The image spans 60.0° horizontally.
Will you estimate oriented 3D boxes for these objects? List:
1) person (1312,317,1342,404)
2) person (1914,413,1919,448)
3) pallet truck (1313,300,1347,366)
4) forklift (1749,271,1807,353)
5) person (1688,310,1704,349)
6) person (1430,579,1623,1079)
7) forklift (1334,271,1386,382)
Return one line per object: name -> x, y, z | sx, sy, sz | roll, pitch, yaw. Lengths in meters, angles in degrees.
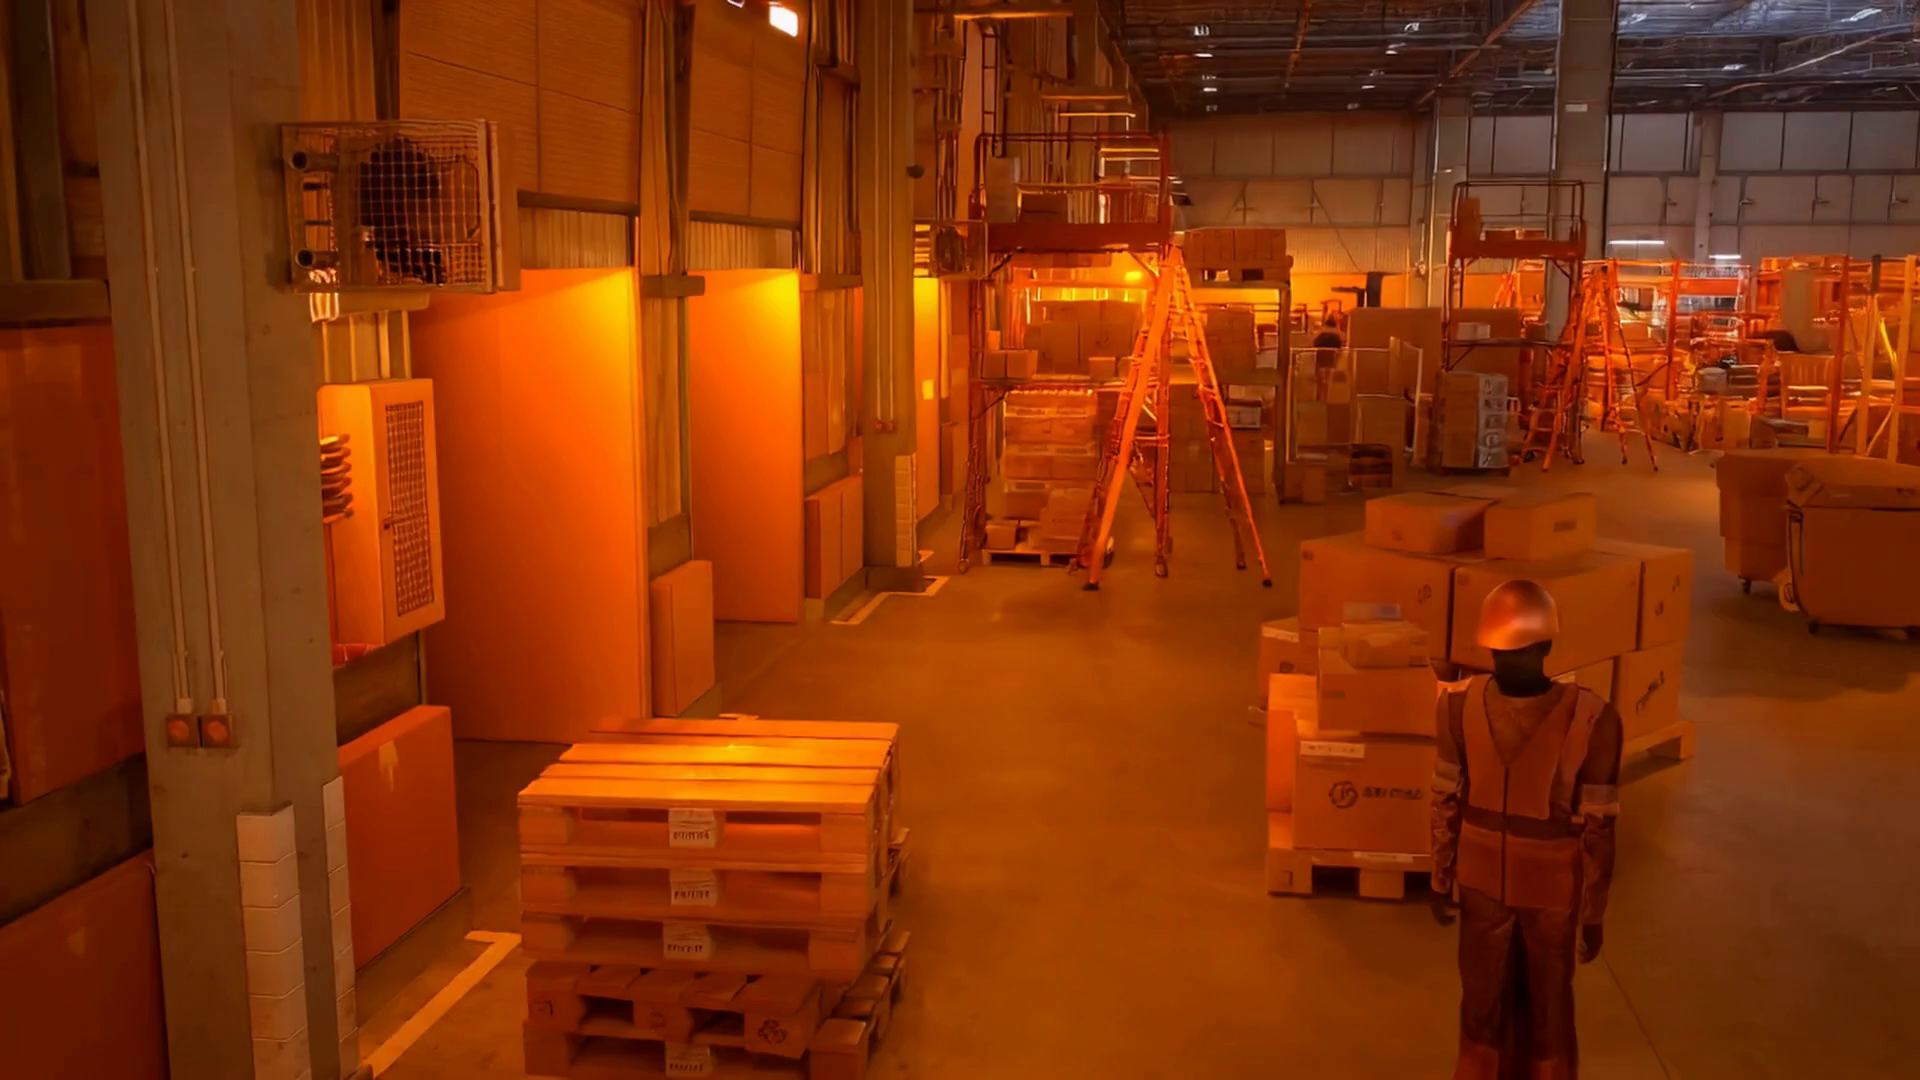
person -> 7.335, -3.489, 33.251 | 0.568, 1.911, 0.483 | 3, 10, 18
person -> 15.570, -2.335, 26.698 | 0.320, 1.736, 0.487 | 5, 11, 29
pallet truck -> 11.159, -6.200, 49.718 | 0.823, 1.965, 1.885 | 4, 10, 26
forklift -> 23.936, -6.351, 47.933 | 1.873, 2.768, 1.129 | 0, 9, 2
person -> 21.887, -6.011, 49.513 | 0.530, 1.689, 0.322 | -3, 10, -19
person -> 1.724, 1.064, 5.171 | 0.585, 1.919, 0.397 | 7, 12, 38
forklift -> 10.454, -5.399, 42.066 | 1.873, 2.768, 1.129 | 1, 9, 9
